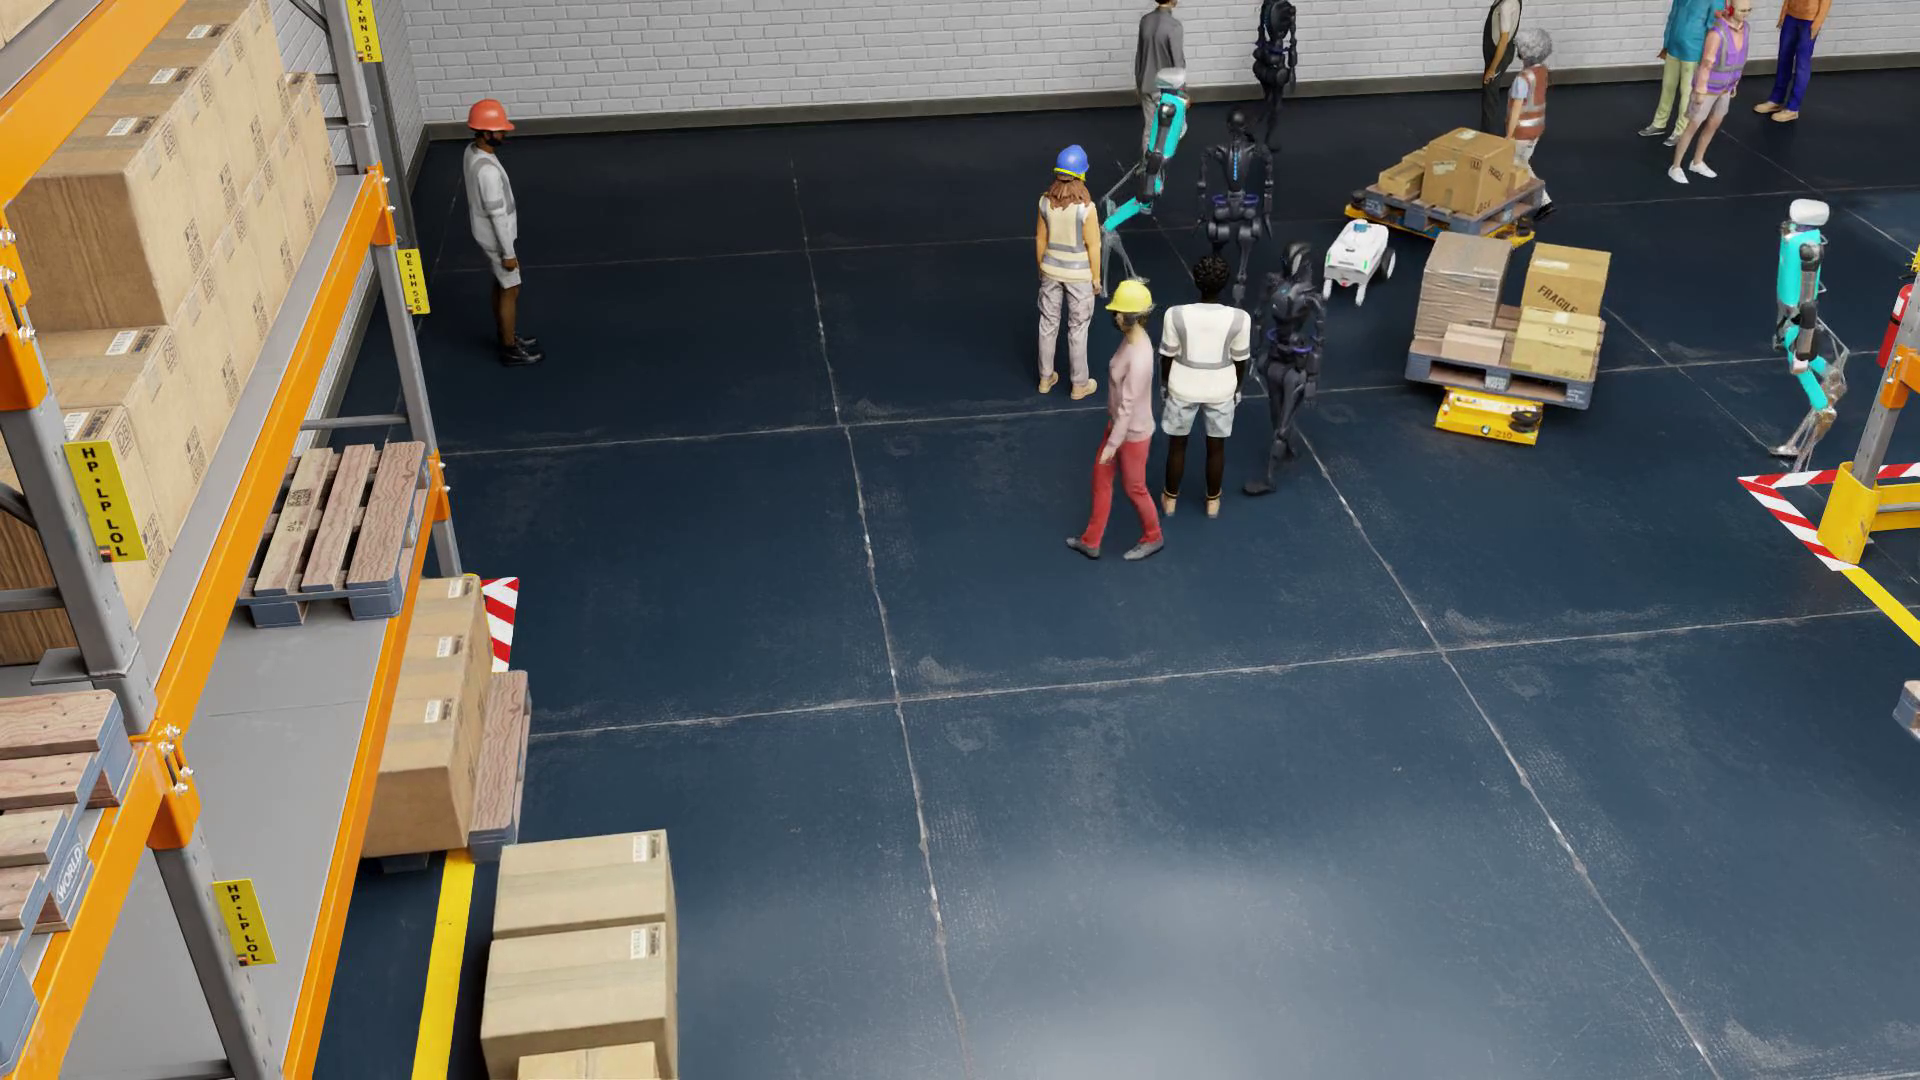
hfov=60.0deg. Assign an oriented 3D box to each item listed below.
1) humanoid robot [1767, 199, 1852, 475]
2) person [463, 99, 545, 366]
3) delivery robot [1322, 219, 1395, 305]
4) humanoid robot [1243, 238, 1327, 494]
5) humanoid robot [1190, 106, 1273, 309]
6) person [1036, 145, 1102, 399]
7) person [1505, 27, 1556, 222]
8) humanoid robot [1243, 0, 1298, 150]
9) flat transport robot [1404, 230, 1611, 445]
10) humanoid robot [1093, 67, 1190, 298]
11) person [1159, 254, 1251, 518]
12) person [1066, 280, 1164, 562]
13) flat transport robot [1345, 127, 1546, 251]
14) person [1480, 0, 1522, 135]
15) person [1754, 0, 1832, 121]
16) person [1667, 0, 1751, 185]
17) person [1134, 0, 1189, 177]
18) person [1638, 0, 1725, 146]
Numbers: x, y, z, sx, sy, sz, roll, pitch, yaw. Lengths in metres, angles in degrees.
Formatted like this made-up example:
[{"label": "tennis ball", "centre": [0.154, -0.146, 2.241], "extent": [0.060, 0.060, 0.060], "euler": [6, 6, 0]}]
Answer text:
[{"label": "humanoid robot", "centre": [5.391, -1.221, 10.463], "extent": [0.782, 1.854, 0.550], "euler": [5, 33, 7]}, {"label": "person", "centre": [-3.195, -2.127, 11.604], "extent": [0.383, 1.924, 0.547], "euler": [-15, 36, -22]}, {"label": "delivery robot", "centre": [3.094, -2.214, 12.980], "extent": [0.499, 0.590, 0.789], "euler": [15, 36, 21]}, {"label": "humanoid robot", "centre": [1.982, -1.086, 10.251], "extent": [0.659, 1.634, 0.588], "euler": [-24, 40, -31]}, {"label": "humanoid robot", "centre": [2.016, -2.404, 12.264], "extent": [0.602, 1.633, 0.670], "euler": [5, 33, 7]}, {"label": "person", "centre": [0.732, -1.793, 11.220], "extent": [0.462, 1.778, 0.305], "euler": [15, 36, 22]}, {"label": "person", "centre": [4.701, -3.375, 13.736], "extent": [0.525, 1.665, 0.494], "euler": [29, 43, 36]}, {"label": "humanoid robot", "centre": [2.861, -4.387, 15.284], "extent": [0.411, 1.639, 0.585], "euler": [-16, 36, -22]}, {"label": "flat transport robot", "centre": [3.745, -1.112, 11.556], "extent": [0.659, 0.231, 1.431], "euler": [12, 35, 18]}, {"label": "humanoid robot", "centre": [1.277, -2.712, 12.677], "extent": [0.845, 1.790, 0.585], "euler": [10, 34, 15]}, {"label": "person", "centre": [1.437, -0.896, 9.921], "extent": [0.533, 1.693, 0.320], "euler": [4, 33, 6]}, {"label": "person", "centre": [0.950, -0.633, 9.478], "extent": [0.587, 1.729, 0.581], "euler": [-2, 33, -4]}, {"label": "flat transport robot", "centre": [4.035, -2.716, 14.014], "extent": [1.431, 0.231, 0.659], "euler": [28, 42, 36]}, {"label": "person", "centre": [4.826, -4.332, 15.049], "extent": [0.338, 1.845, 0.512], "euler": [10, 34, 15]}, {"label": "person", "centre": [8.134, -5.065, 16.064], "extent": [0.404, 1.973, 0.515], "euler": [-12, 35, -18]}, {"label": "person", "centre": [6.644, -3.973, 14.649], "extent": [0.494, 1.679, 0.356], "euler": [-16, 36, -23]}, {"label": "person", "centre": [1.719, -3.929, 14.394], "extent": [0.522, 1.884, 0.582], "euler": [-22, 39, -30]}, {"label": "person", "centre": [6.747, -4.572, 15.498], "extent": [0.339, 1.750, 0.564], "euler": [-13, 35, -19]}]
